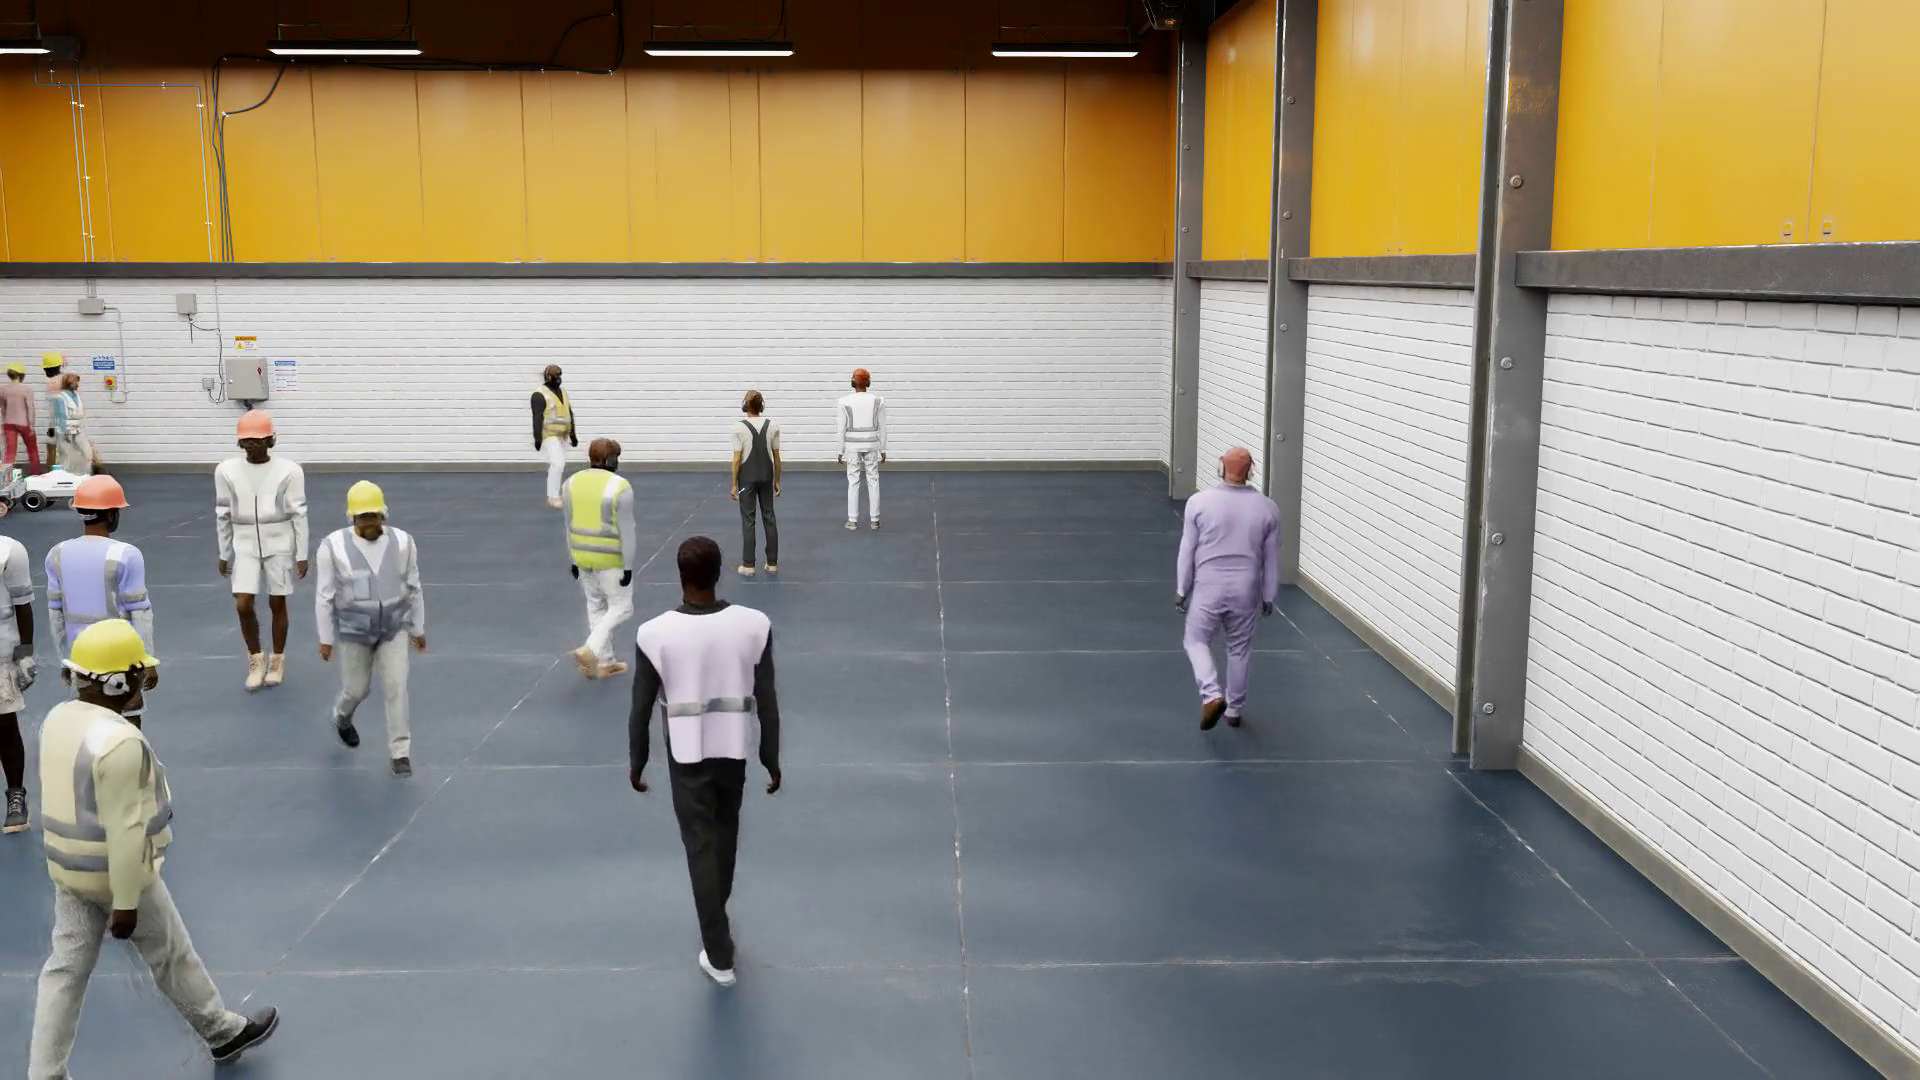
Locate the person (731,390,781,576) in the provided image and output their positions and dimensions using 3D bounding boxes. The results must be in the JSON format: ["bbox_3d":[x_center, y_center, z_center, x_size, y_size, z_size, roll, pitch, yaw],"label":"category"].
[{"bbox_3d":[-2.023,-0.565,16.484,0.516,1.843,0.326,-5,10,-27],"label":"person"}]

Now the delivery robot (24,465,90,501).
[{"bbox_3d":[-11.381,-0.702,20.988,0.707,0.478,0.477,-2,9,-13],"label":"delivery robot"}]

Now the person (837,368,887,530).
[{"bbox_3d":[-1.139,-1.054,19.377,0.584,1.879,0.349,-2,9,-10],"label":"person"}]

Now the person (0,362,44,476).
[{"bbox_3d":[-13.146,-1.615,23.260,0.528,1.732,0.799,0,9,-1],"label":"person"}]

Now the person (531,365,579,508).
[{"bbox_3d":[-5.094,-1.308,21.129,0.566,1.826,0.629,3,10,20],"label":"person"}]

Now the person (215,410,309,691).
[{"bbox_3d":[-5.014,0.086,11.939,0.644,2.022,0.641,-2,10,-13],"label":"person"}]

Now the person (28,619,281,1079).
[{"bbox_3d":[-3.030,1.161,6.068,0.609,1.779,0.927,7,11,36],"label":"person"}]

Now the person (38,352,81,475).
[{"bbox_3d":[-12.450,-1.655,23.048,0.399,1.892,0.639,-1,9,-6],"label":"person"}]

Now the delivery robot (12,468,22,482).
[{"bbox_3d":[-12.581,-0.798,21.557,0.707,0.478,0.477,-3,10,-18],"label":"delivery robot"}]

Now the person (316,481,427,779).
[{"bbox_3d":[-3.583,0.507,10.077,0.626,1.799,0.740,-6,11,-33],"label":"person"}]

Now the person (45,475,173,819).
[{"bbox_3d":[-4.596,0.612,8.989,0.552,1.934,0.373,1,9,7],"label":"person"}]

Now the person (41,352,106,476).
[{"bbox_3d":[-12.528,-1.693,23.296,0.993,1.898,0.561,0,9,2],"label":"person"}]

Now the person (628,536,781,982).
[{"bbox_3d":[-1.154,0.910,7.313,0.625,1.880,0.909,-4,10,-24],"label":"person"}]

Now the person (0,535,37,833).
[{"bbox_3d":[-5.287,0.611,8.904,0.613,1.965,0.361,-3,10,-16],"label":"person"}]

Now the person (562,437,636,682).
[{"bbox_3d":[-2.647,0.157,12.148,0.625,1.818,0.642,4,10,26],"label":"person"}]

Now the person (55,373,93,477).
[{"bbox_3d":[-12.047,-1.450,22.615,0.539,1.620,0.517,1,9,9],"label":"person"}]

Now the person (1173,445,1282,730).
[{"bbox_3d":[1.735,0.327,10.862,0.709,1.898,0.583,-1,9,-4],"label":"person"}]
